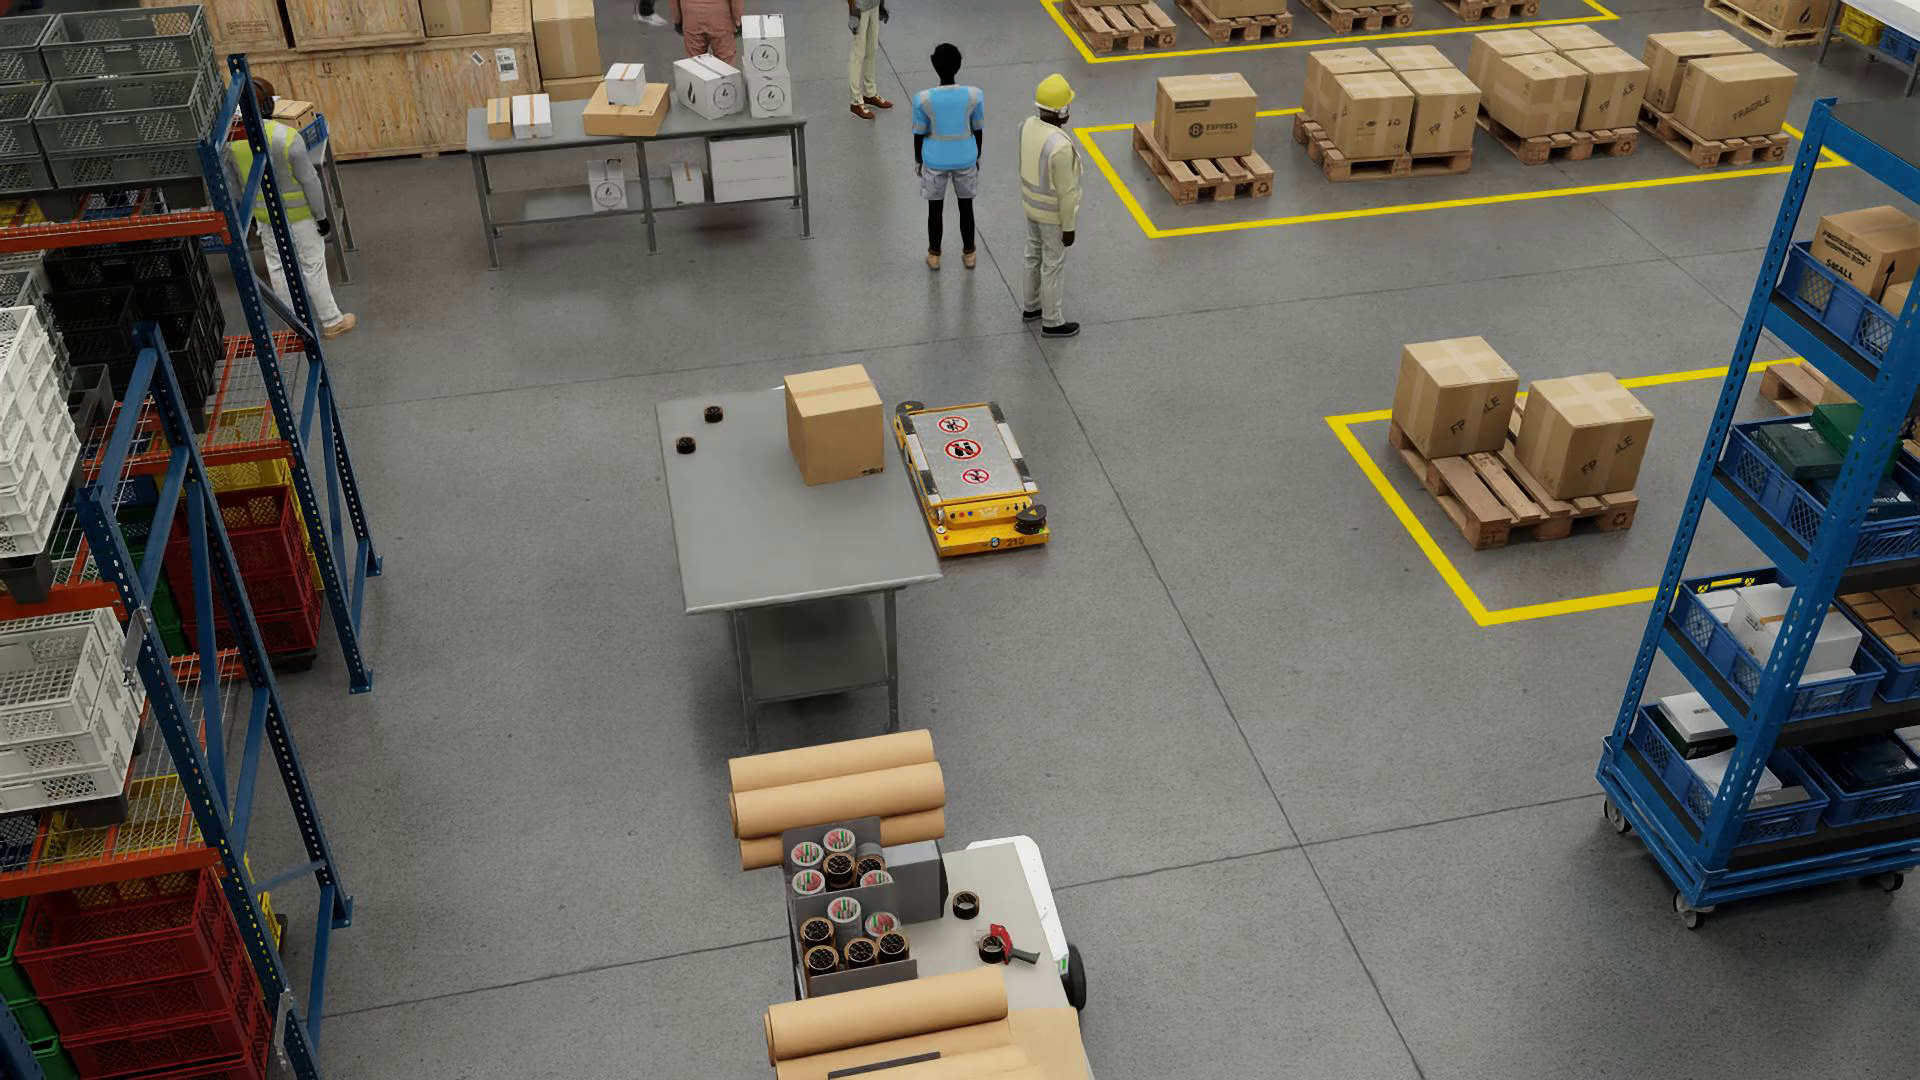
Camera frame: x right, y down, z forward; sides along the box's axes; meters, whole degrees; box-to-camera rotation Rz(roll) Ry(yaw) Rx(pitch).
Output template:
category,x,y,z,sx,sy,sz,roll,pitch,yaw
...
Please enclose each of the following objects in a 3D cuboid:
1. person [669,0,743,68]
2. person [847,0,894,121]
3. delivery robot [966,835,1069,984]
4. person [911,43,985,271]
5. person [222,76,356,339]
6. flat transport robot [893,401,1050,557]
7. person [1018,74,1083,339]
category,x,y,z,sx,sy,sz,roll,pitch,yaw
person,-2.149,-4.473,14.191,0.643,1.900,0.401,4,37,5
person,-0.796,-4.602,14.395,0.327,1.862,0.519,20,41,25
delivery robot,0.228,1.590,7.082,0.477,0.478,0.707,-6,37,-8
person,-0.083,-2.753,12.050,0.535,1.694,0.319,-4,37,-5
person,-4.539,-2.218,11.206,0.626,1.844,0.429,6,37,8
flat transport robot,0.046,-0.430,10.108,0.652,0.197,1.431,-8,37,-10
person,0.621,-2.253,11.255,0.404,1.836,0.600,-17,40,-22
